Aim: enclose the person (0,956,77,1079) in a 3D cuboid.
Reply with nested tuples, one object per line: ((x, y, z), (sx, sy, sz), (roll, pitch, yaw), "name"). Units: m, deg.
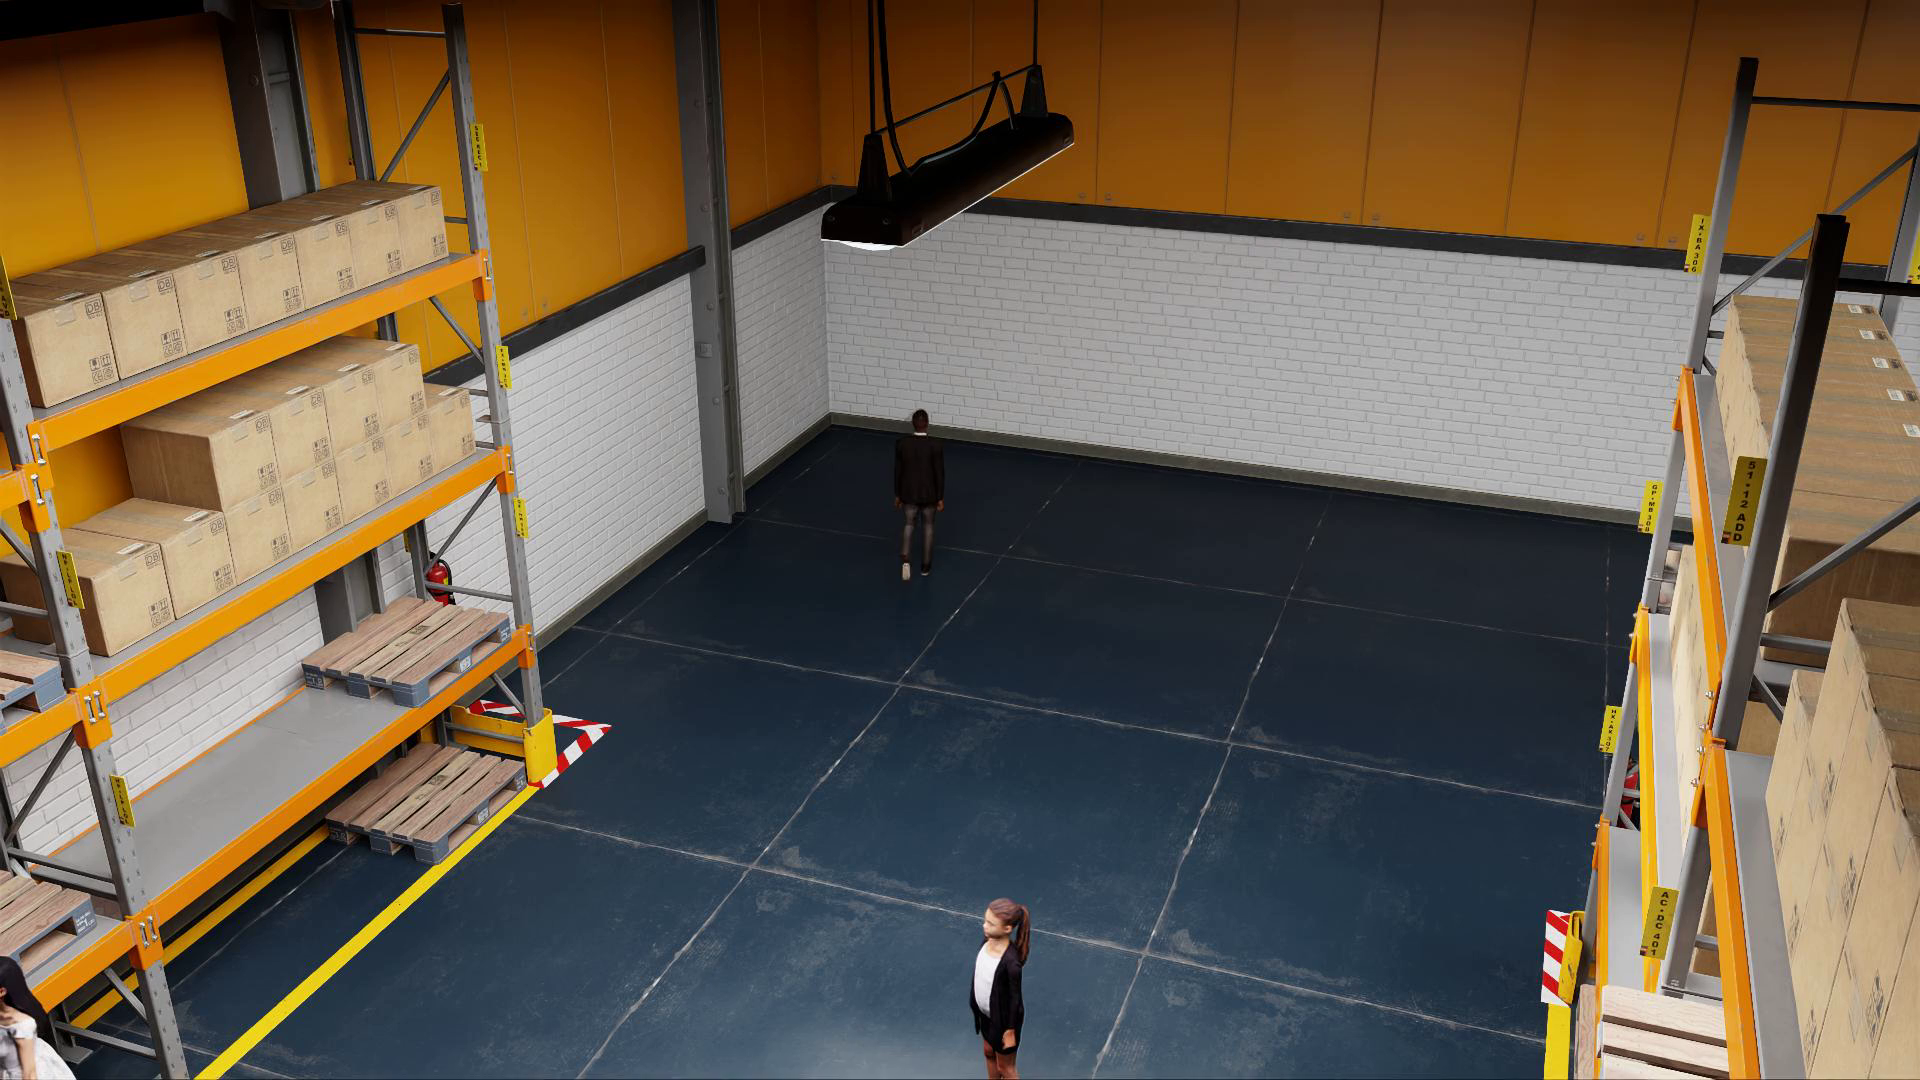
((-4.954, 2.967, 8.923), (0.812, 1.769, 0.781), (-17, 29, -33), "person")

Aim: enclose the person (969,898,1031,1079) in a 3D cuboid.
((0.233, 2.747, 9.694), (0.703, 1.555, 0.648), (-12, 26, -26), "person")

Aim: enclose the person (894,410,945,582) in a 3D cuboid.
((-0.417, -0.411, 16.630), (0.768, 1.786, 1.010), (4, 24, 10), "person")
